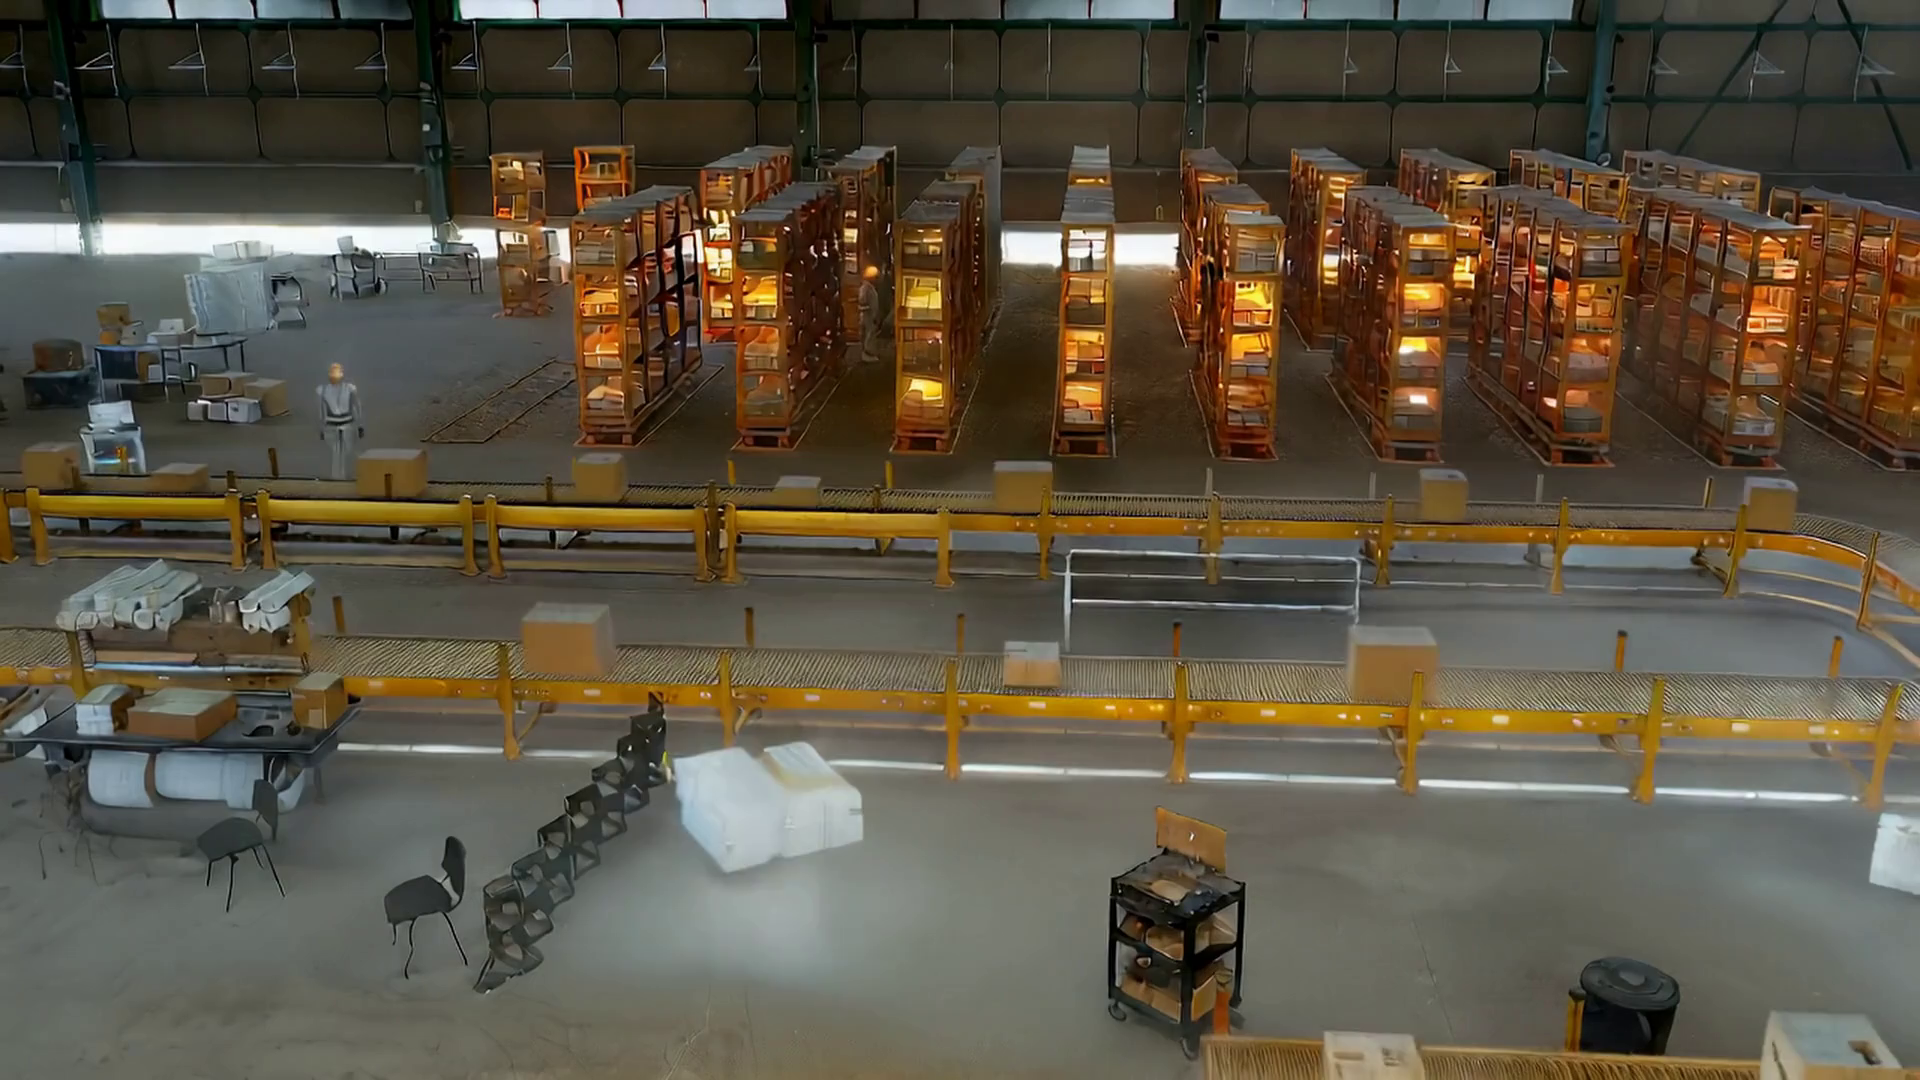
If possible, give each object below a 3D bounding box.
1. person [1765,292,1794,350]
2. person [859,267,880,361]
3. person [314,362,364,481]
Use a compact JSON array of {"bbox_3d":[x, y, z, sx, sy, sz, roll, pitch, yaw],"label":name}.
[{"bbox_3d":[15.512,-4.019,31.373,0.982,1.792,0.568,-1,18,-2],"label":"person"},{"bbox_3d":[-1.778,-4.442,32.694,0.416,1.821,0.608,-9,19,-25],"label":"person"},{"bbox_3d":[-8.818,-1.621,23.606,0.622,1.903,0.831,-10,20,-28],"label":"person"}]
